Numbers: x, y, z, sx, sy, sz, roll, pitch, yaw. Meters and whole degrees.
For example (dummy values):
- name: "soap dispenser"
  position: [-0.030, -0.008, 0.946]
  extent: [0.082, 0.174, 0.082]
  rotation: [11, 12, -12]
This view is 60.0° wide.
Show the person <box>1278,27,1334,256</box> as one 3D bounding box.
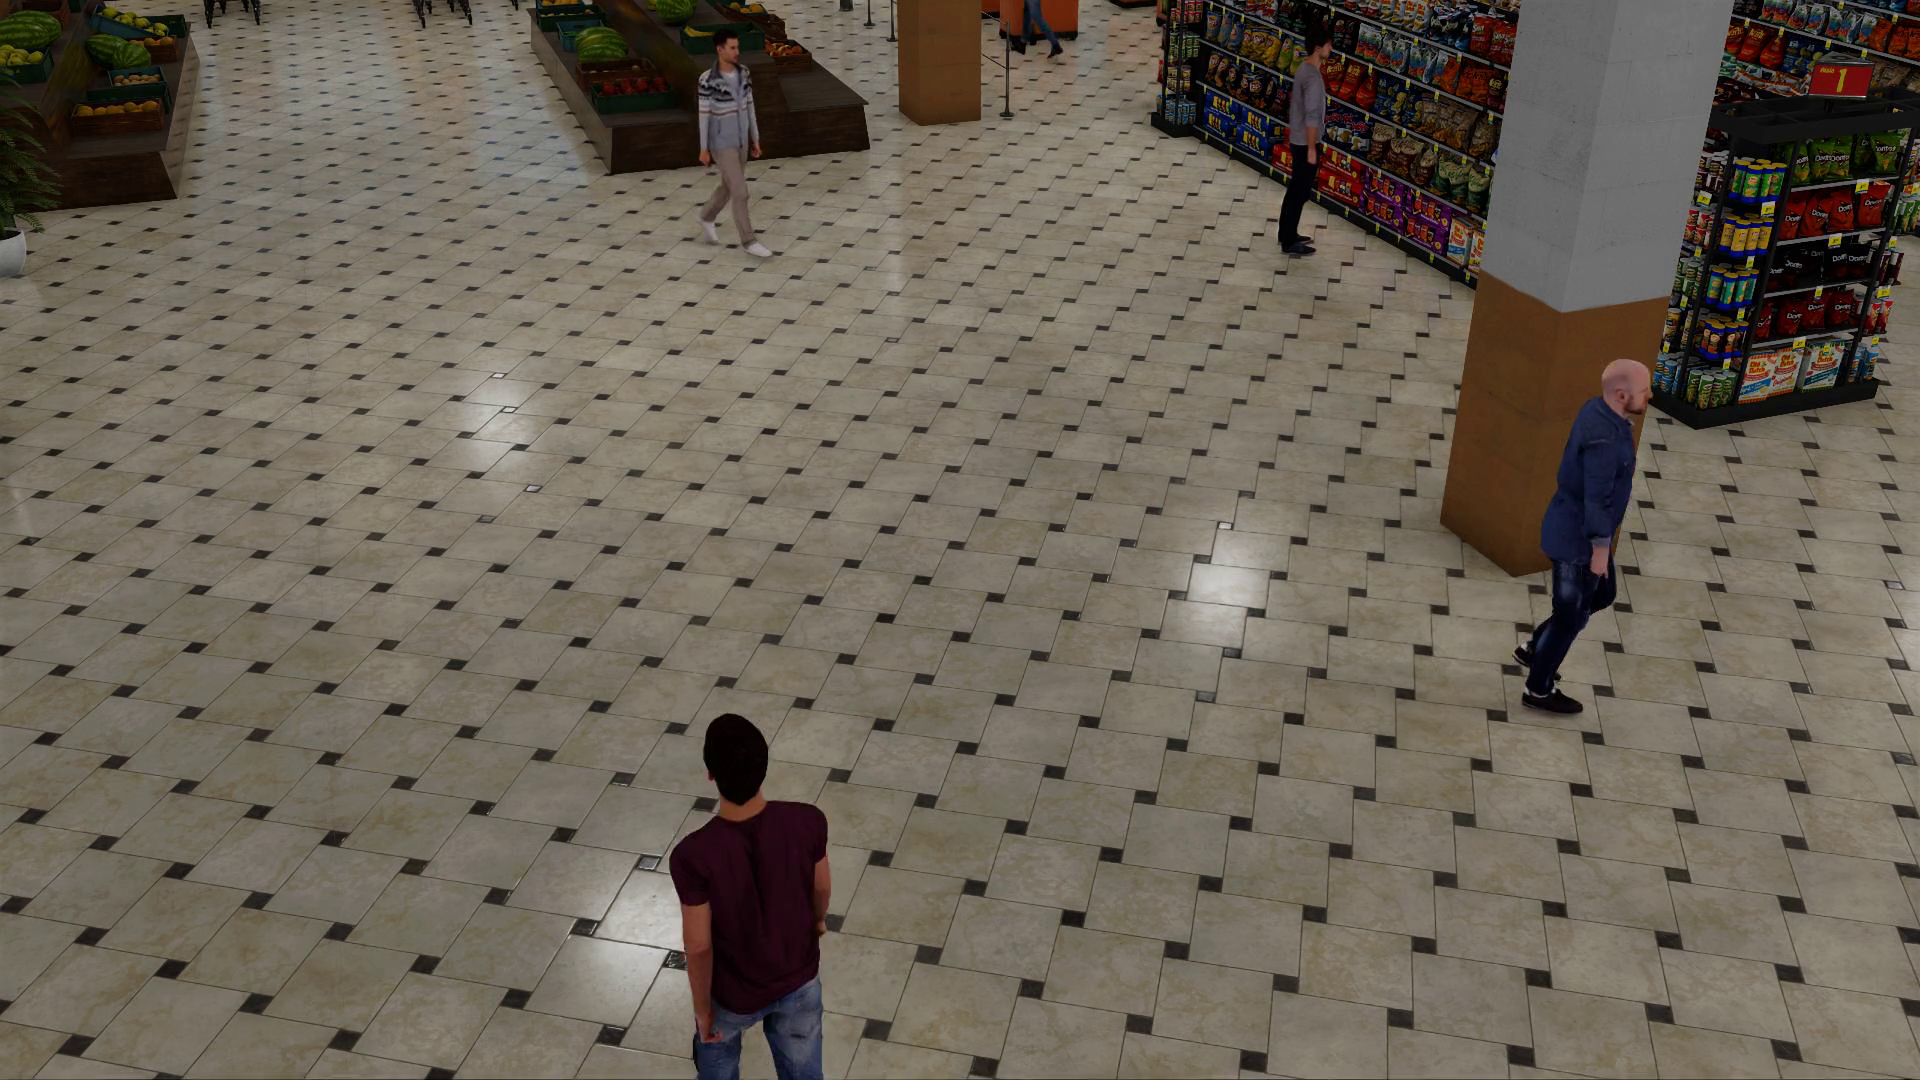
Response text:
- name: "person"
  position: [2.828, -3.277, 13.674]
  extent: [0.780, 1.841, 0.637]
  rotation: [3, 29, 6]

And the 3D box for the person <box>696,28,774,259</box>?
- name: "person"
  position: [-1.962, -3.273, 13.663]
  extent: [1.270, 1.845, 1.099]
  rotation: [19, 34, 30]

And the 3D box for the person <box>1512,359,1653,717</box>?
- name: "person"
  position: [2.803, -0.004, 7.711]
  extent: [0.923, 1.811, 0.825]
  rotation: [7, 29, 13]

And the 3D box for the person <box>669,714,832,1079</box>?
- name: "person"
  position: [-0.581, 1.404, 5.136]
  extent: [0.657, 1.807, 1.089]
  rotation: [-9, 30, -17]

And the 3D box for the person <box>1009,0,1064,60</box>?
- name: "person"
  position: [0.961, -6.585, 19.974]
  extent: [1.151, 1.609, 0.963]
  rotation: [19, 34, 31]
